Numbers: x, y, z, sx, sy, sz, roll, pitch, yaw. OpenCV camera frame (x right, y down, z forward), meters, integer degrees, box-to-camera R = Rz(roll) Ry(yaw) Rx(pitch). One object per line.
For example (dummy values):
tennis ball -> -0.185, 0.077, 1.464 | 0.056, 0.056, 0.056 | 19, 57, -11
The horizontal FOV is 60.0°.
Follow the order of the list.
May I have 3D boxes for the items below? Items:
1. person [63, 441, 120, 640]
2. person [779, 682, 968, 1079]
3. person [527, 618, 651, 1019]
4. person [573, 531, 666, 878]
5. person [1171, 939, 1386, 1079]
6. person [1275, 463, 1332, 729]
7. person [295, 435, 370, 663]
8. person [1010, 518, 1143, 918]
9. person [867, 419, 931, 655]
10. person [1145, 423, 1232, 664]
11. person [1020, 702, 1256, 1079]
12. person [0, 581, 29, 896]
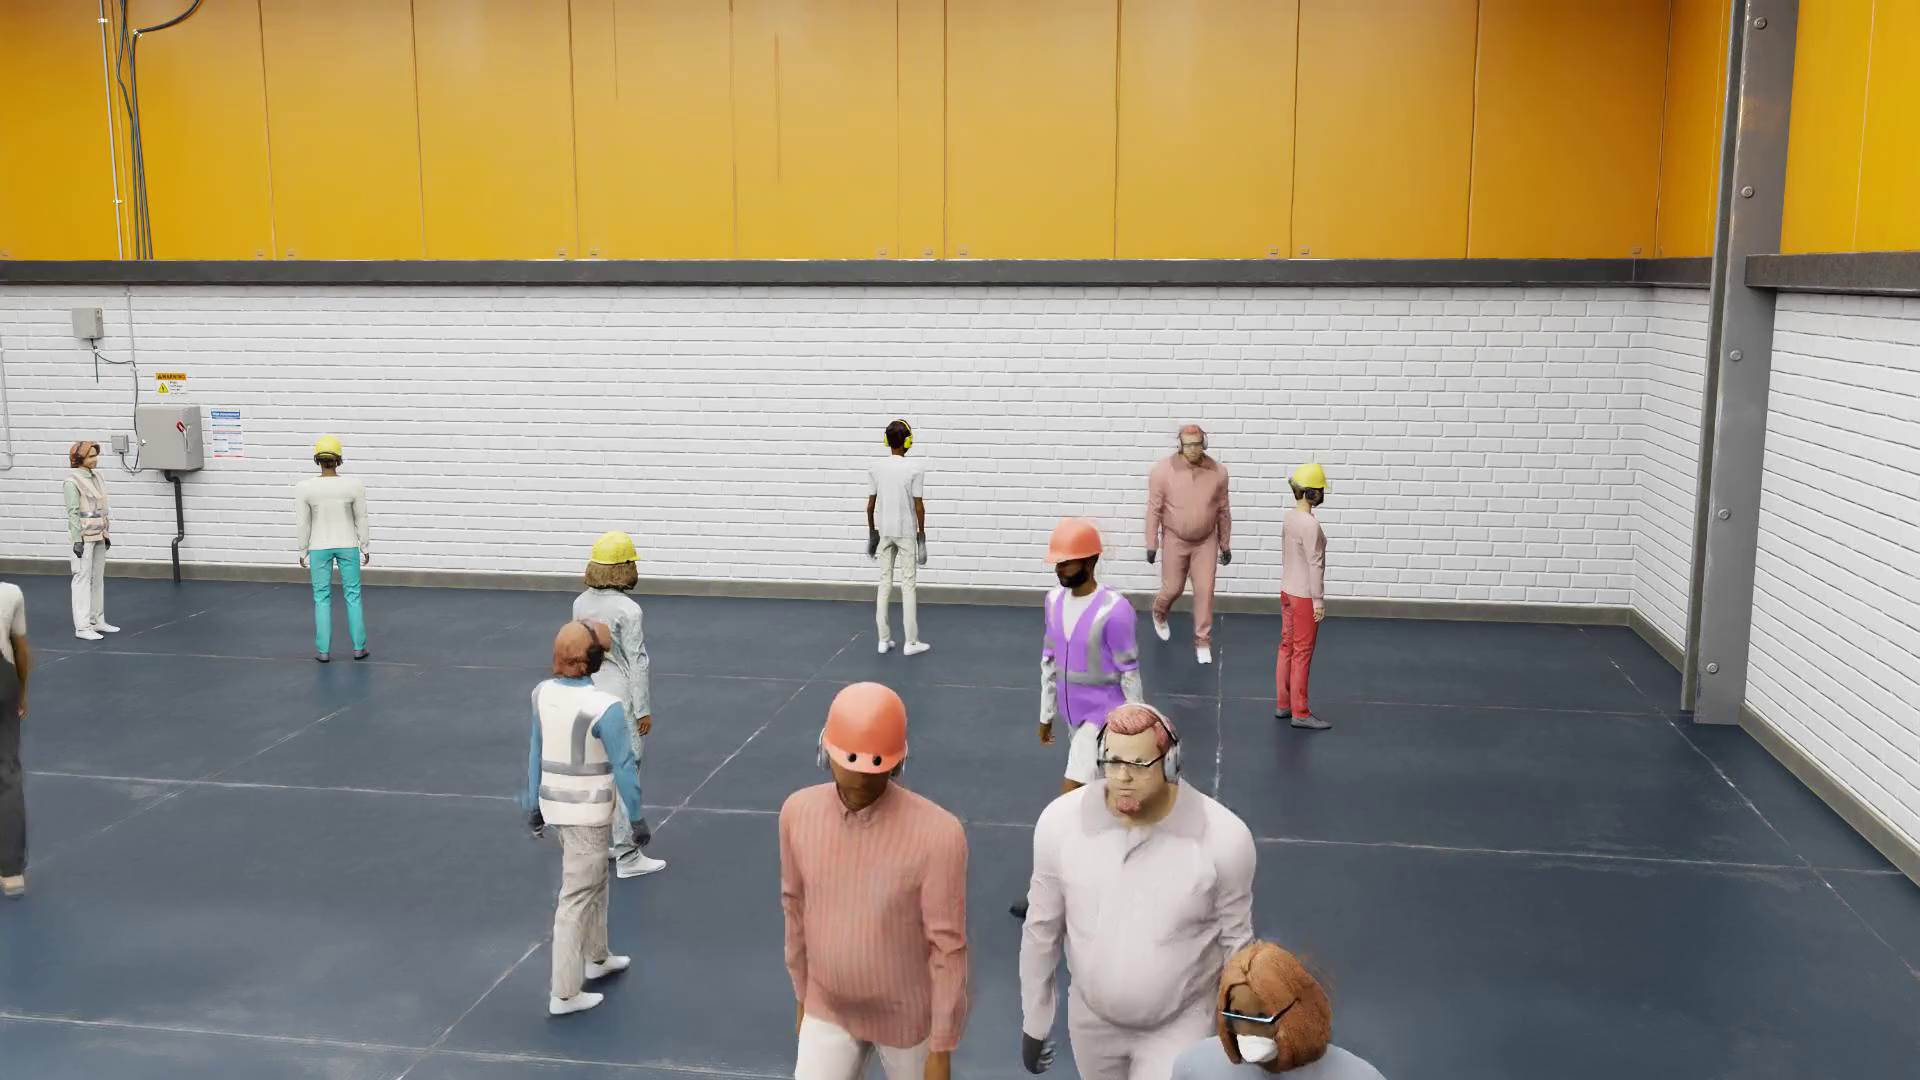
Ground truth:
person -> -7.195, -0.002, 13.744 | 0.310, 1.638, 0.522 | 0, 9, -2
person -> -0.207, 1.308, 4.798 | 0.617, 1.944, 1.006 | 4, 10, 22
person -> -1.488, 1.121, 6.863 | 0.542, 1.615, 0.652 | 8, 12, 41
person -> -1.727, 0.817, 8.375 | 0.492, 1.742, 0.315 | 7, 12, 37
person -> 0.751, 1.640, 3.811 | 0.560, 1.570, 0.861 | 4, 10, 24
person -> 2.295, 0.368, 11.073 | 0.308, 1.769, 0.525 | -2, 9, -11
person -> -4.860, 0.070, 12.912 | 0.533, 1.768, 0.310 | -4, 10, -22
person -> 0.667, 0.810, 8.015 | 1.018, 1.888, 0.558 | -7, 11, -36
person -> -0.488, -0.025, 13.176 | 0.522, 1.869, 0.324 | 4, 10, 25
person -> 1.783, -0.009, 13.092 | 0.684, 1.873, 0.784 | -1, 9, -5
person -> 0.528, 1.336, 4.825 | 0.652, 1.867, 0.955 | 4, 10, 22
person -> -4.875, 0.813, 8.236 | 0.509, 1.792, 0.980 | -8, 12, -40
